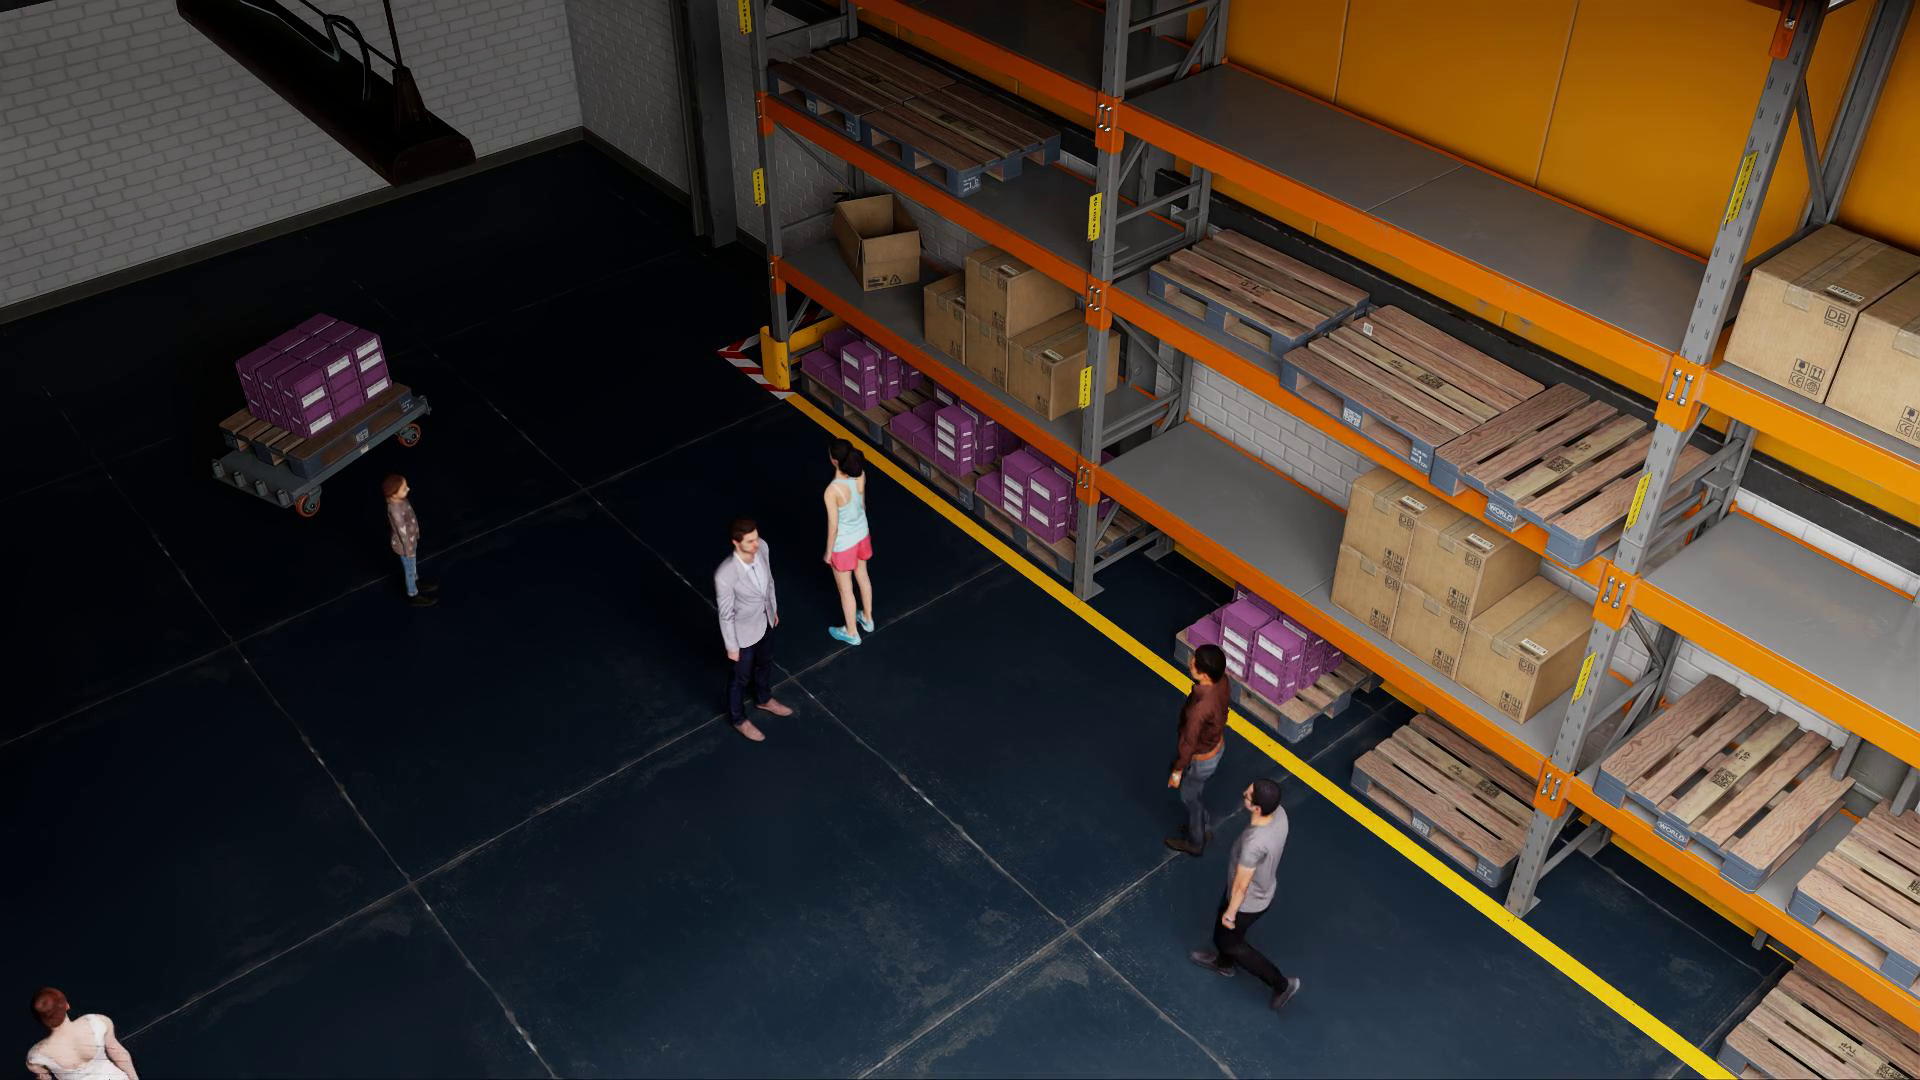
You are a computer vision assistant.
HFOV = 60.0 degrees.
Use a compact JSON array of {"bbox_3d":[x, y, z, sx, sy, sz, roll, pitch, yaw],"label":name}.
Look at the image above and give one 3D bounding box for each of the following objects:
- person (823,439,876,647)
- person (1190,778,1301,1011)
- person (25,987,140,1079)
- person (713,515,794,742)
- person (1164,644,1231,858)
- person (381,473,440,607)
[{"bbox_3d":[-0.815,0.005,12.054,0.612,1.765,0.638,26,46,29],"label":"person"},{"bbox_3d":[1.719,2.044,9.523,1.031,1.737,0.870,16,41,19],"label":"person"},{"bbox_3d":[-4.313,2.909,8.409,0.592,1.775,0.817,-31,48,-33],"label":"person"},{"bbox_3d":[-1.435,0.563,11.288,0.666,1.847,0.730,22,44,25],"label":"person"},{"bbox_3d":[1.566,1.360,10.352,0.752,1.771,0.764,17,41,20],"label":"person"},{"bbox_3d":[-4.190,-0.019,12.540,0.599,1.195,0.506,-9,40,-11],"label":"person"}]
